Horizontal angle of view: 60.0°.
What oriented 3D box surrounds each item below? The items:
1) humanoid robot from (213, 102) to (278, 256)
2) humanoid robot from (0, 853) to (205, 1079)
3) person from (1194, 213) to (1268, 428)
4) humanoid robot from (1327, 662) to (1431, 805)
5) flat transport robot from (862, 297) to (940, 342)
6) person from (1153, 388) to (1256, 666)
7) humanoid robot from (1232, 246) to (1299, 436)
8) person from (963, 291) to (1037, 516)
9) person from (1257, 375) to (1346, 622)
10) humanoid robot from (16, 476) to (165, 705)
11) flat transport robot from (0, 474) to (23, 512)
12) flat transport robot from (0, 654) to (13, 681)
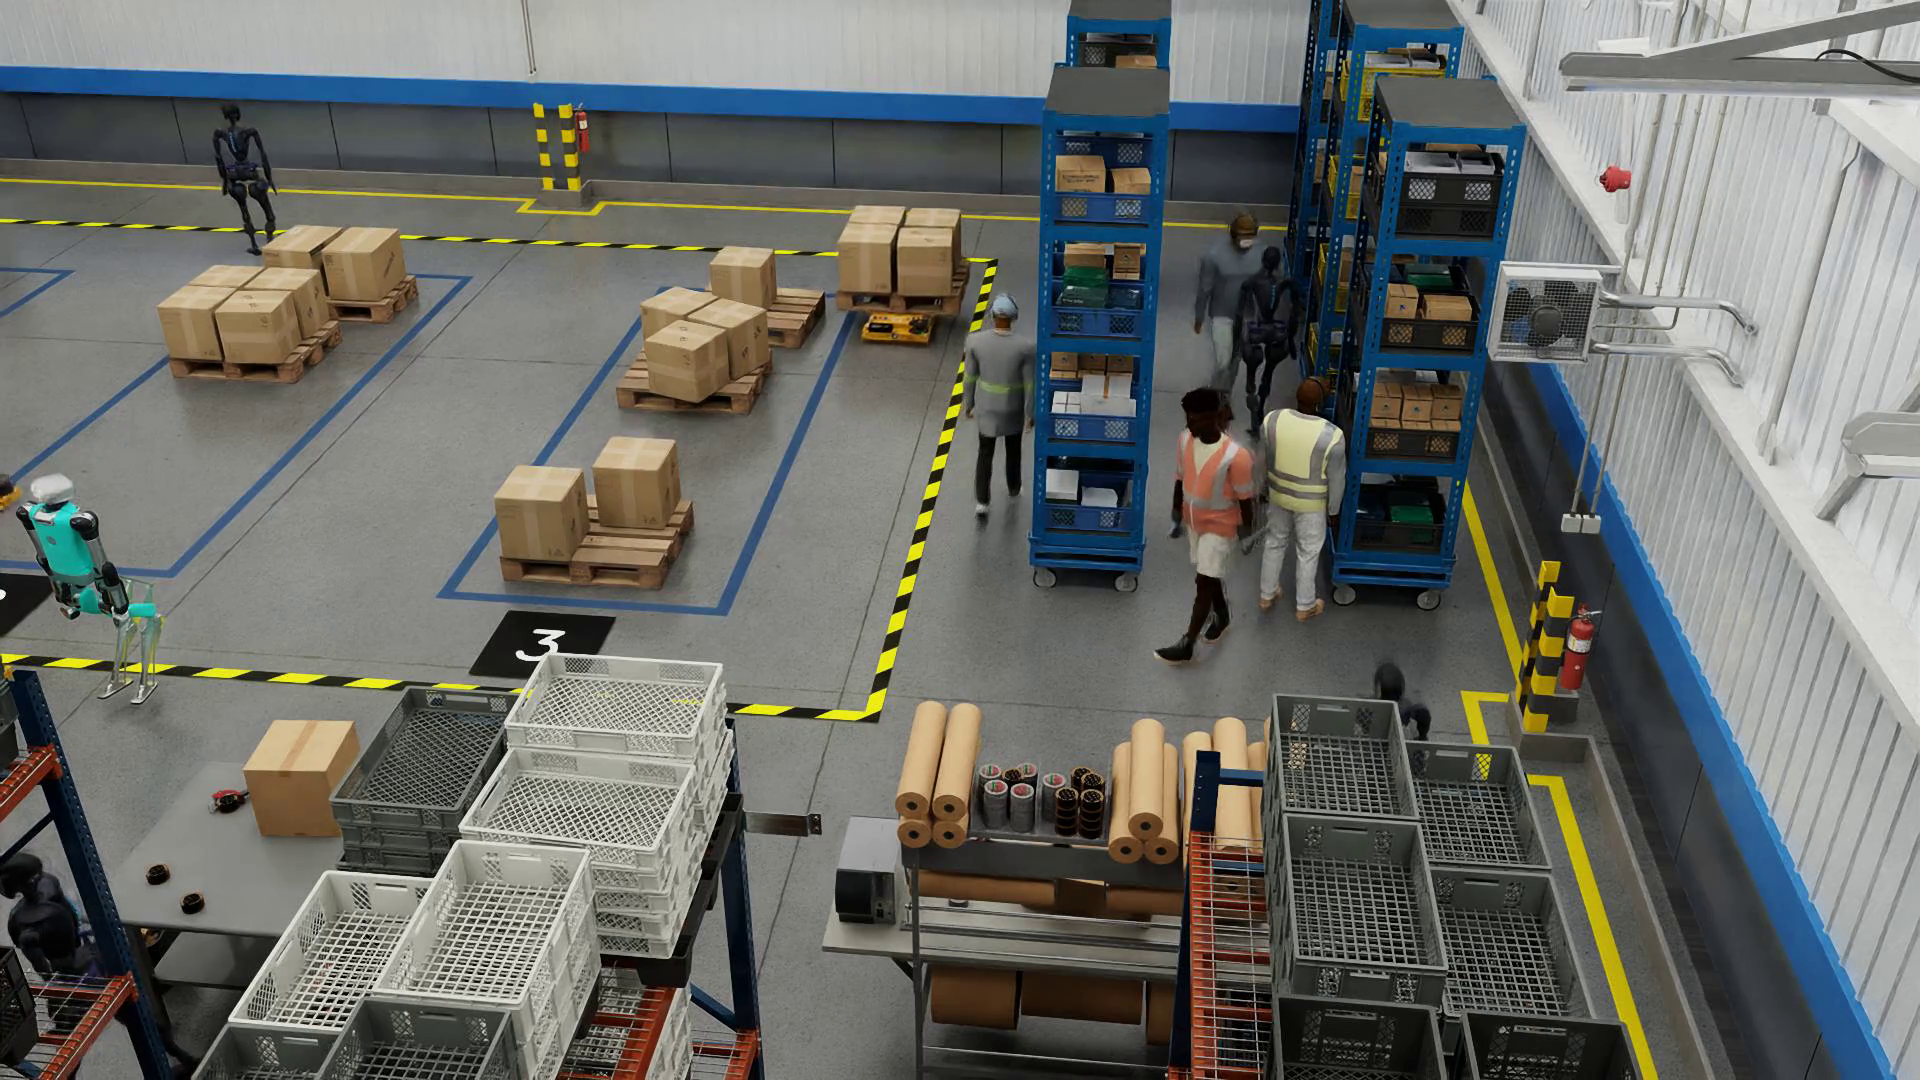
[{"bbox_3d":[-7.699,-3.859,17.908,0.619,1.647,0.455,0,30,0],"label":"humanoid robot"},{"bbox_3d":[-4.121,2.065,7.780,0.830,1.618,0.603,-9,32,-16],"label":"humanoid robot"},{"bbox_3d":[2.368,-1.871,14.246,0.659,1.915,0.664,-7,31,-11],"label":"person"},{"bbox_3d":[2.262,1.303,9.065,0.605,1.621,0.709,-2,30,-3],"label":"humanoid robot"},{"bbox_3d":[-0.554,-2.369,16.715,0.652,0.197,1.431,3,30,6],"label":"flat transport robot"},{"bbox_3d":[1.593,-0.081,11.179,0.876,1.907,0.653,-21,36,-32],"label":"person"},{"bbox_3d":[2.593,-1.715,14.231,0.608,1.657,0.428,-4,30,-7],"label":"humanoid robot"},{"bbox_3d":[0.326,-1.070,12.957,0.596,1.857,0.440,5,31,9],"label":"person"},{"bbox_3d":[2.378,-0.296,11.618,0.635,1.841,0.429,20,36,30],"label":"person"},{"bbox_3d":[-5.443,0.253,10.646,0.533,1.677,0.735,8,31,14],"label":"humanoid robot"},{"bbox_3d":[-8.330,-0.326,13.206,1.431,0.197,0.652,3,30,6],"label":"flat transport robot"},{"bbox_3d":[-7.142,0.969,11.010,1.431,0.231,0.659,3,30,6],"label":"flat transport robot"}]
